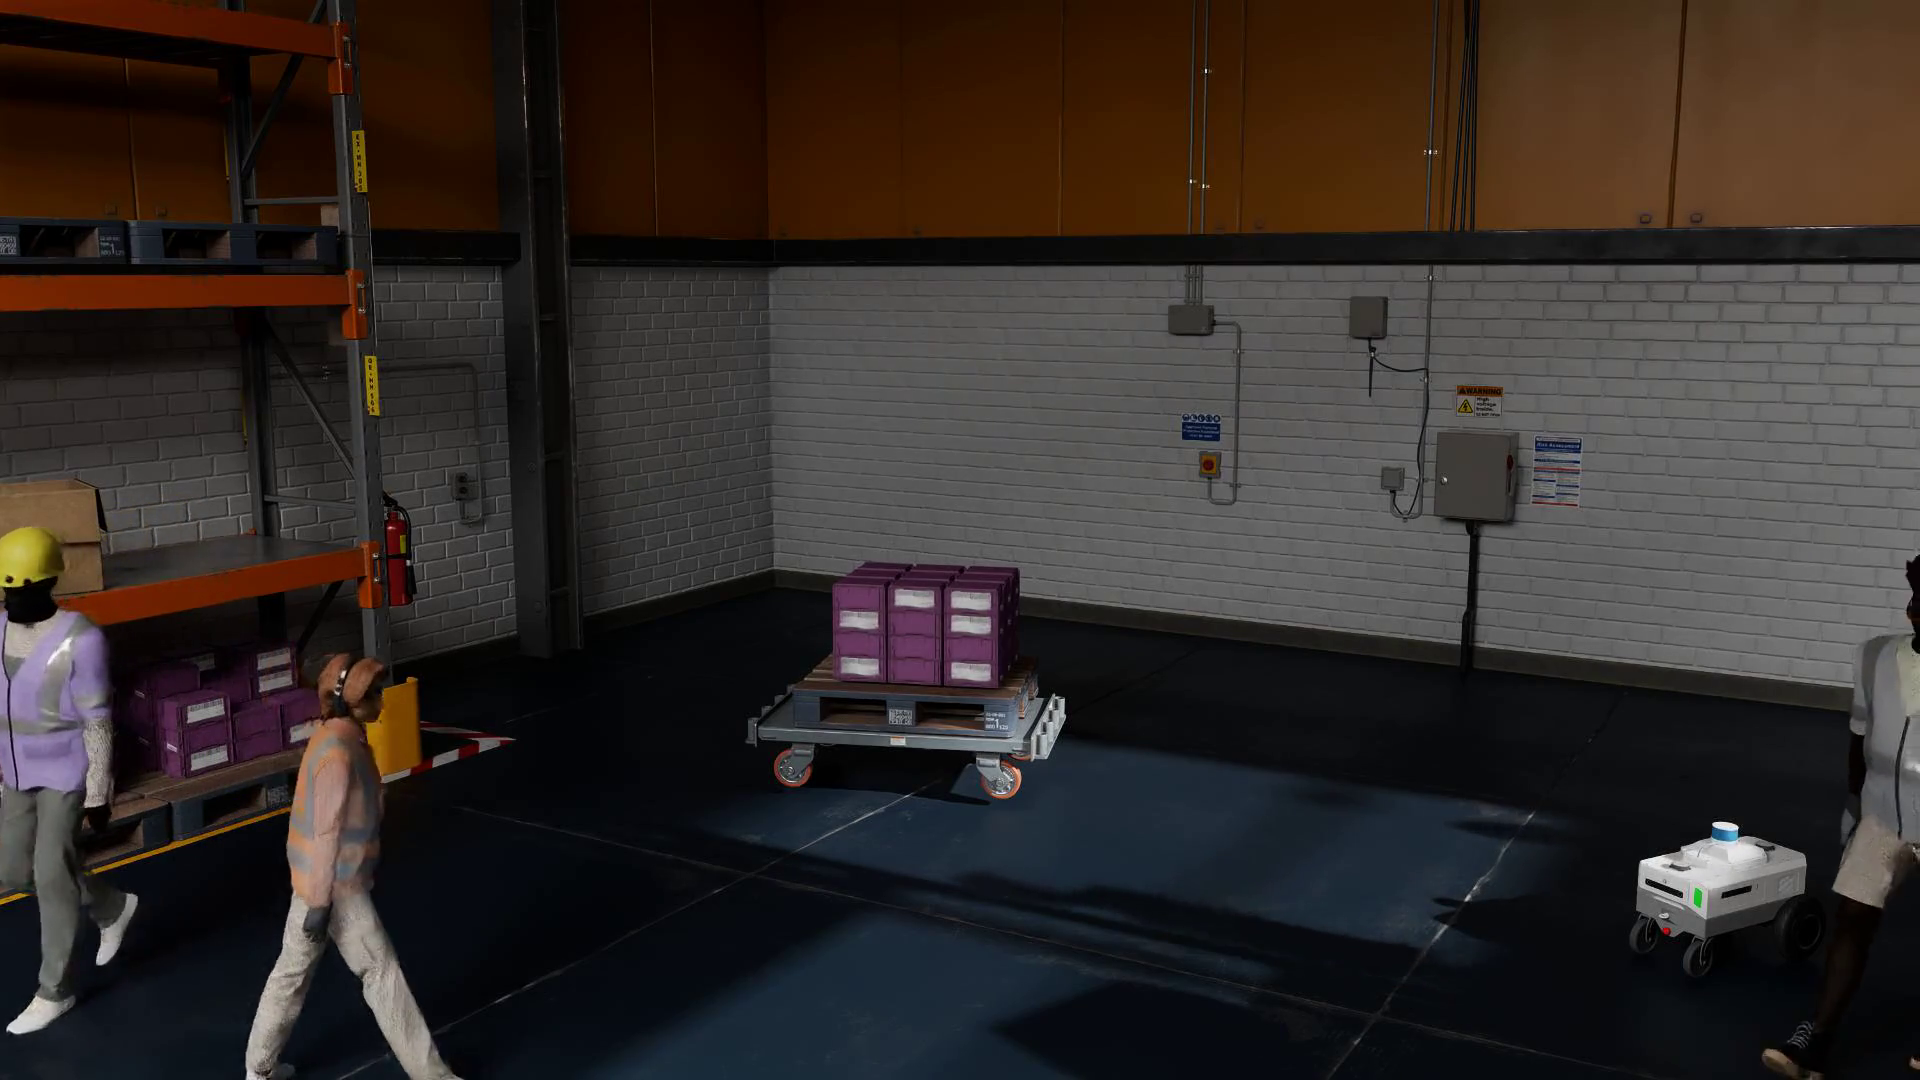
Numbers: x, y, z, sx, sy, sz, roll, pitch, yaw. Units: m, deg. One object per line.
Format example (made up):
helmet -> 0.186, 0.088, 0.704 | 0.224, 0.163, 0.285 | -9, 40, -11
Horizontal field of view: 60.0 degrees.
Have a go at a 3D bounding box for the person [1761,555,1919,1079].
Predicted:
person -> 3.258, 0.977, 5.718 | 0.998, 1.906, 0.626 | -6, 11, -31

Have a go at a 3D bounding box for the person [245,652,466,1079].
person -> -2.094, 1.151, 5.651 | 0.801, 1.584, 0.567 | -4, 10, -22

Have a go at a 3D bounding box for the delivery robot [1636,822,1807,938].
delivery robot -> 3.163, 1.417, 6.911 | 0.707, 0.478, 0.477 | -5, 10, -27

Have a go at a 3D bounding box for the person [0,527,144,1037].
person -> -3.448, 0.874, 6.365 | 0.615, 1.907, 0.627 | 4, 10, 22
